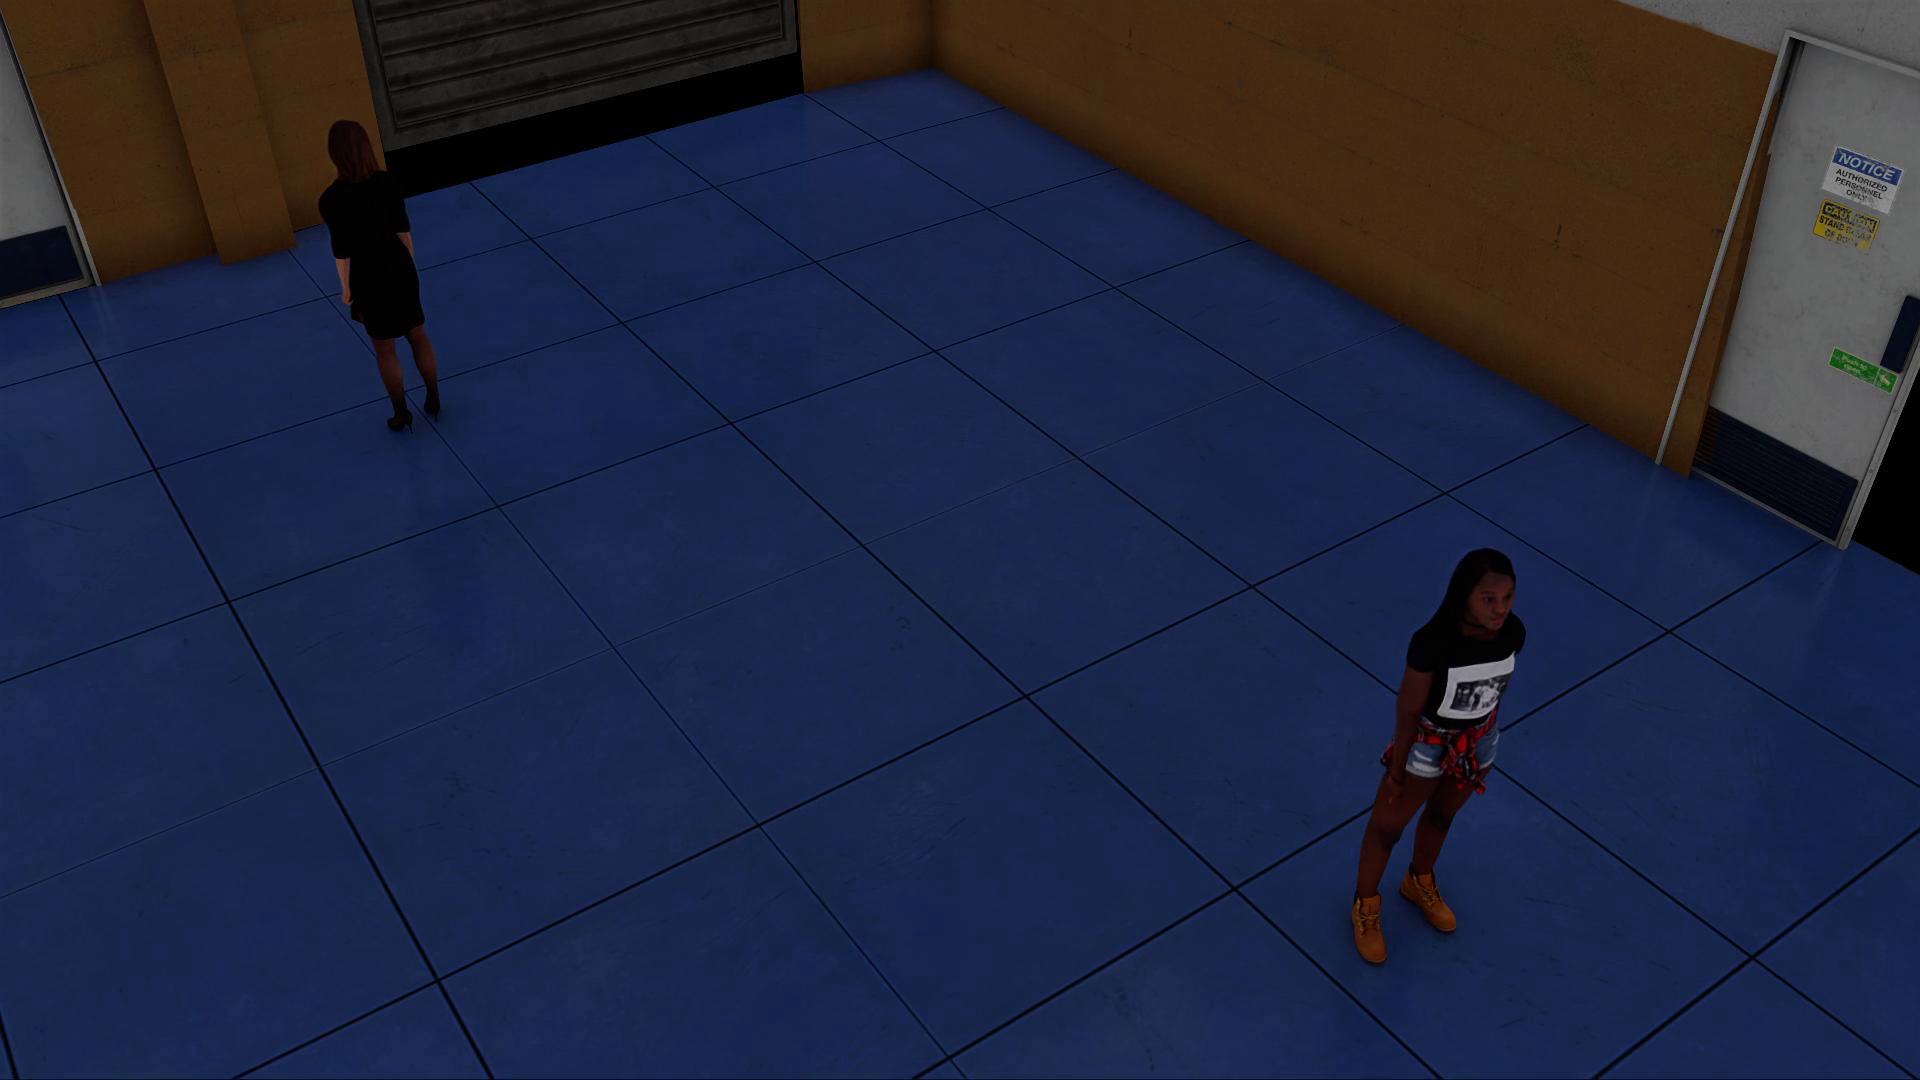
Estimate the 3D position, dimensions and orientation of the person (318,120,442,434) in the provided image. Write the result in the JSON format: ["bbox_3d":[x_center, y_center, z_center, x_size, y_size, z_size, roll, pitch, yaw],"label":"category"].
[{"bbox_3d":[-2.942,-1.323,8.475,0.680,1.706,0.487,31,47,34],"label":"person"}]

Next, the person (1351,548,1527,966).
[{"bbox_3d":[1.652,0.727,5.740,0.605,1.728,0.732,-14,39,-17],"label":"person"}]
